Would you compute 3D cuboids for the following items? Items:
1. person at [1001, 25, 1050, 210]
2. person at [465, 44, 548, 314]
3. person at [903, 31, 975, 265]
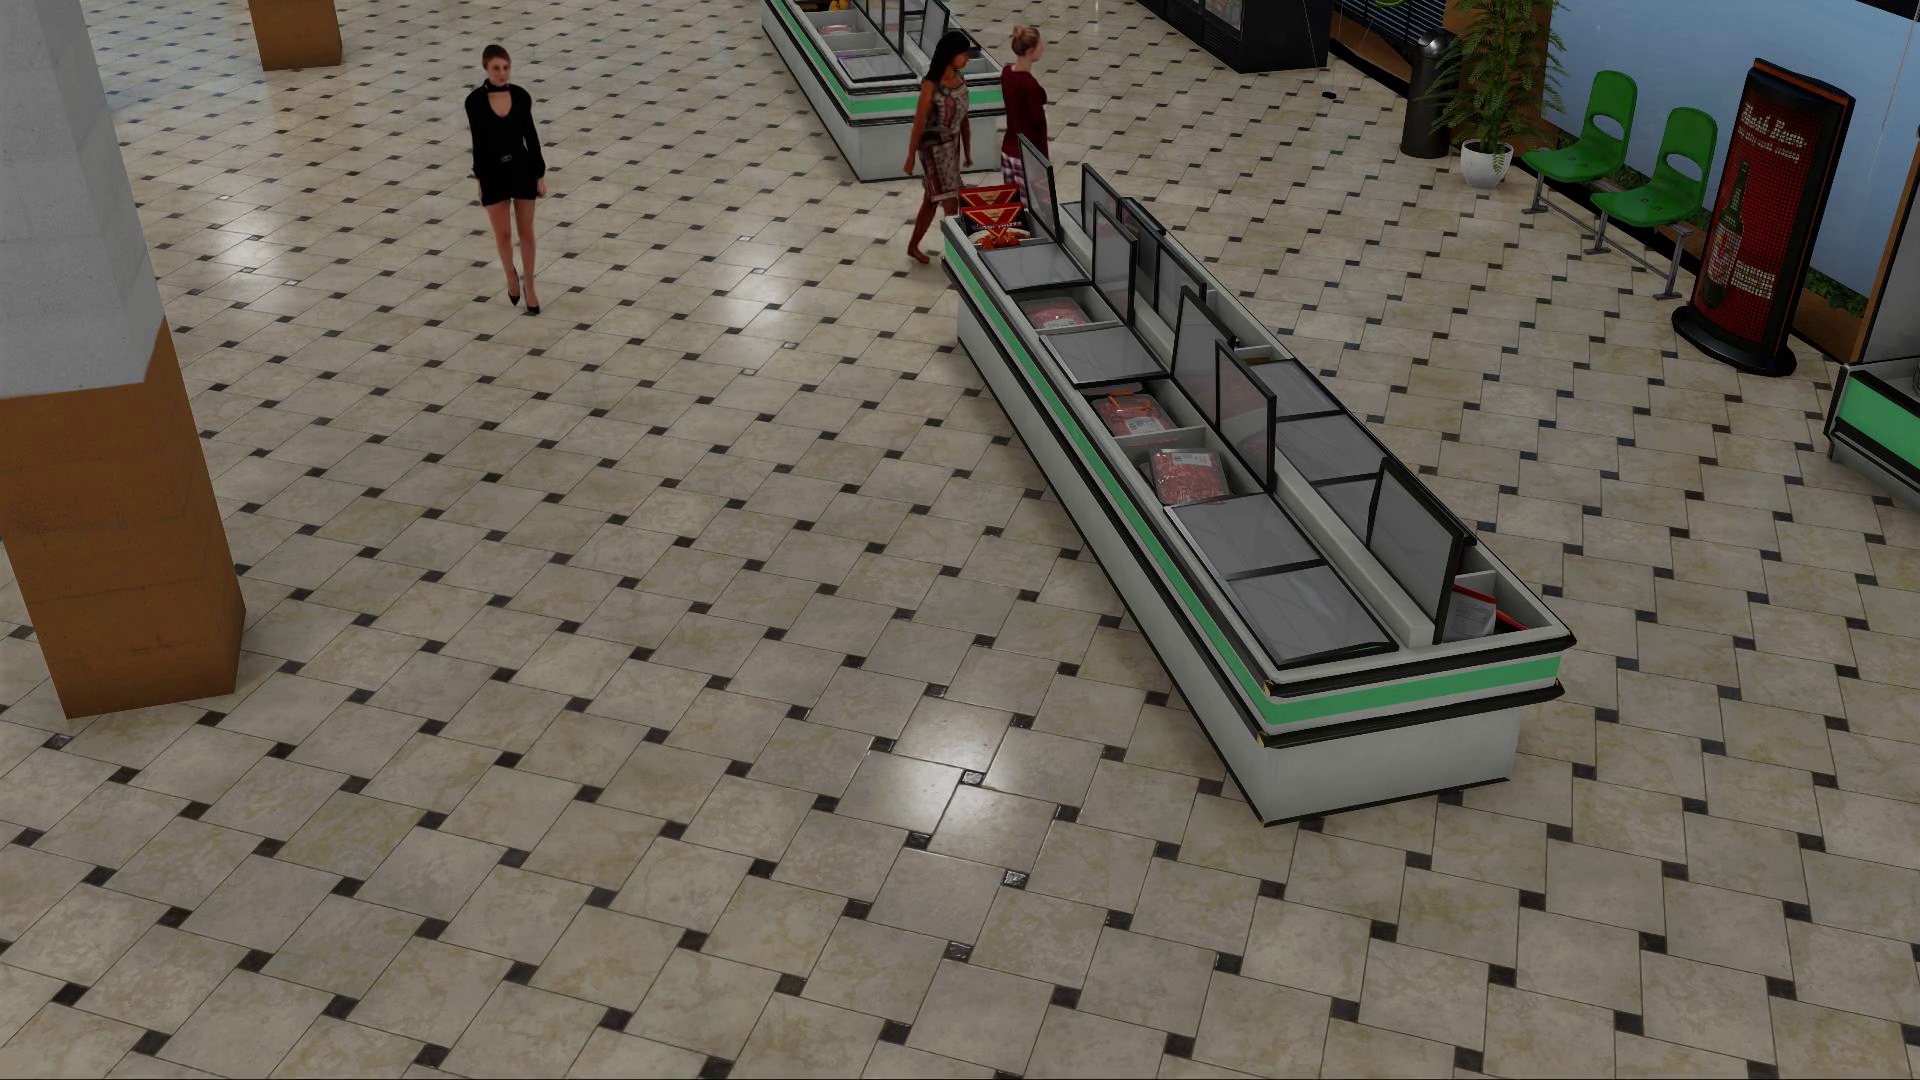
[{"bbox_3d":[0.416,-2.599,11.138,0.718,1.701,0.530,-17,36,-25],"label":"person"},{"bbox_3d":[-2.885,-2.295,10.599,0.640,1.753,0.640,-14,35,-21],"label":"person"},{"bbox_3d":[-0.191,-2.611,11.258,1.134,1.594,1.026,25,39,34],"label":"person"}]
